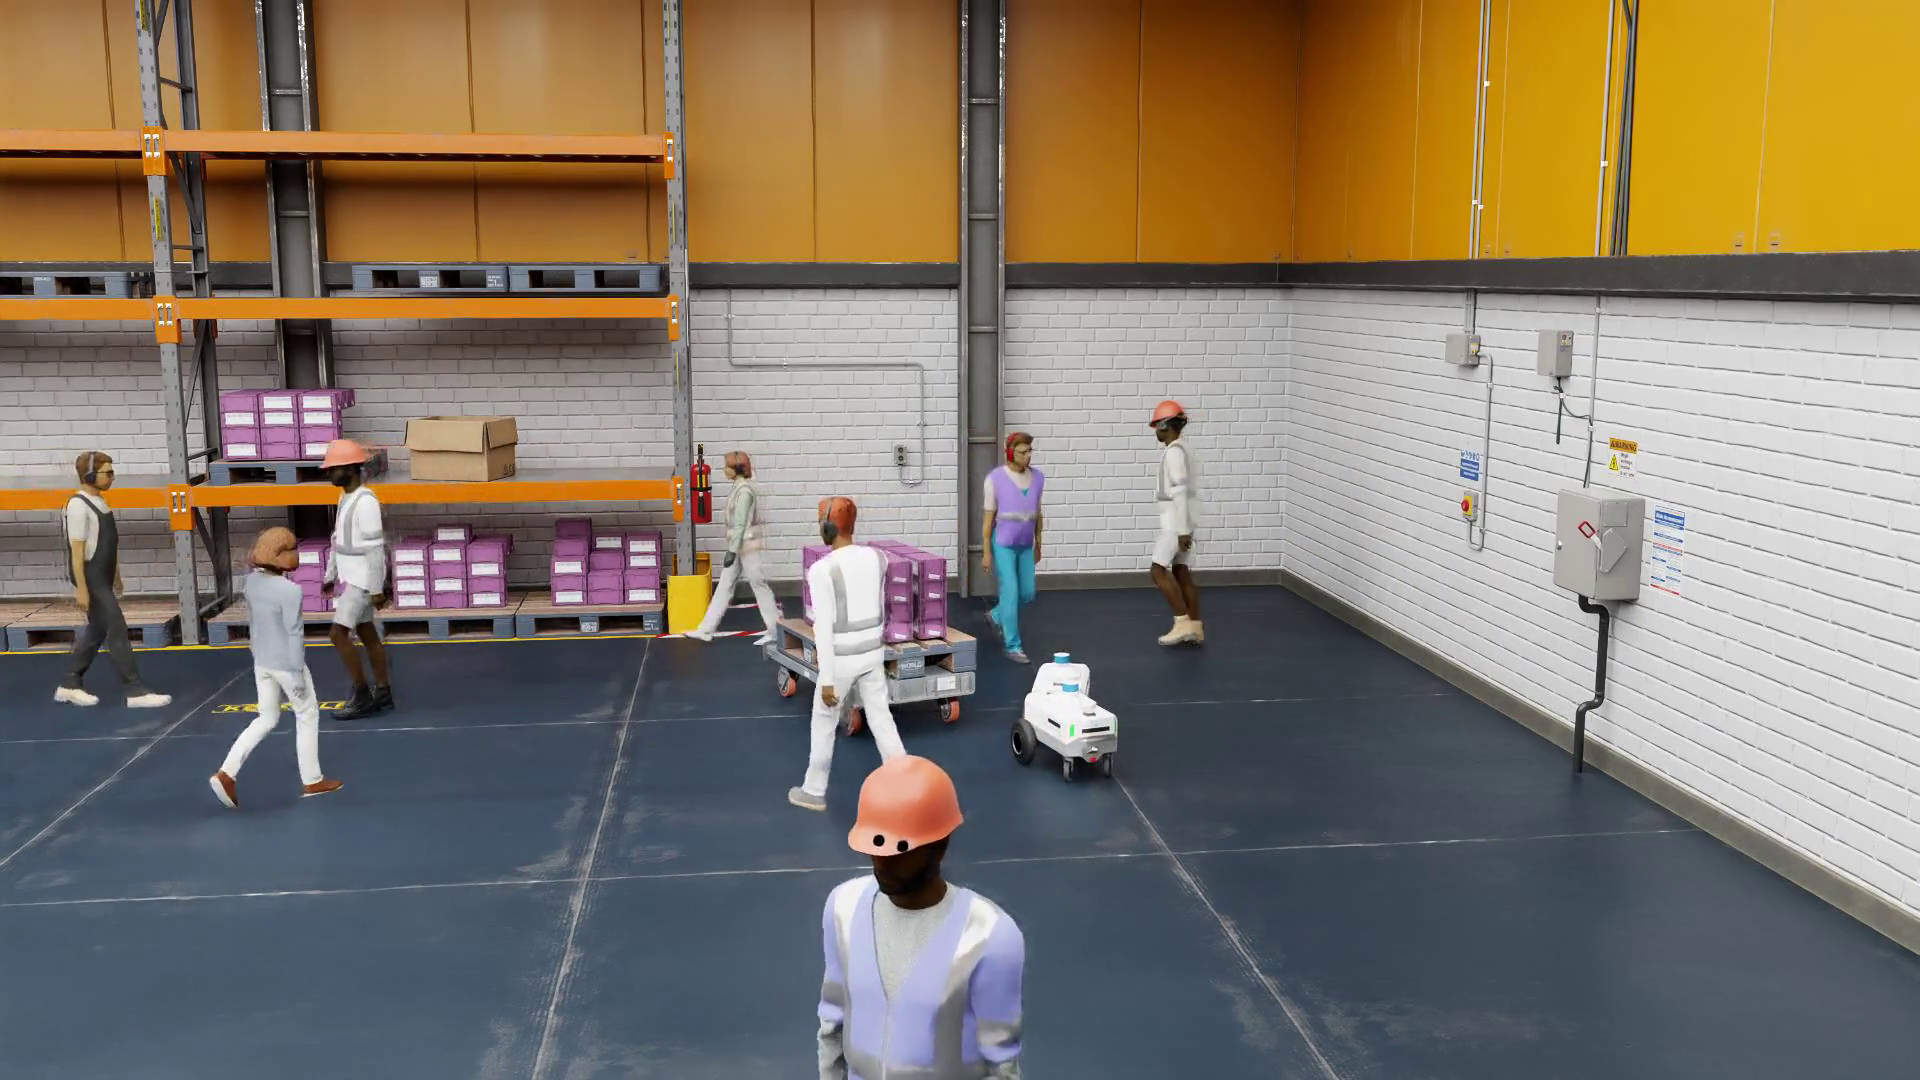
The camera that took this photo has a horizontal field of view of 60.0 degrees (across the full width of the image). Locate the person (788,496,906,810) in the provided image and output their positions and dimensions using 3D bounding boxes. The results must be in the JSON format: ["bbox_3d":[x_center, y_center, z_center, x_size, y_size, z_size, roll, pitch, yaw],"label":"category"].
[{"bbox_3d":[-0.585,0.666,9.125,0.585,1.833,1.003,-8,12,-42],"label":"person"}]

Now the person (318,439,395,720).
[{"bbox_3d":[-4.162,0.269,11.325,0.583,1.913,0.551,-5,10,-27],"label":"person"}]

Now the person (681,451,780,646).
[{"bbox_3d":[-1.826,0.086,13.442,0.844,1.593,0.528,-3,10,-17],"label":"person"}]

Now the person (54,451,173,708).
[{"bbox_3d":[-5.984,0.281,11.575,0.795,1.818,0.529,-2,9,-12],"label":"person"}]

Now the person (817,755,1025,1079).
[{"bbox_3d":[-0.078,1.429,4.098,0.555,1.916,0.777,5,10,30],"label":"person"}]

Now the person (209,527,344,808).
[{"bbox_3d":[-3.916,0.723,9.448,0.507,1.605,0.714,6,11,33],"label":"person"}]

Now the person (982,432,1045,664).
[{"bbox_3d":[0.373,0.042,13.066,0.574,1.821,0.601,-7,11,-37],"label":"person"}]

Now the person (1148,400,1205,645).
[{"bbox_3d":[1.769,-0.131,13.578,0.565,1.995,0.622,3,9,16],"label":"person"}]

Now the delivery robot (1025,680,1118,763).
[{"bbox_3d":[0.671,1.096,10.110,0.477,0.478,0.707,-4,10,-22],"label":"delivery robot"}]

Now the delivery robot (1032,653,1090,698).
[{"bbox_3d":[0.662,0.979,10.844,0.477,0.478,0.707,1,9,7],"label":"delivery robot"}]
